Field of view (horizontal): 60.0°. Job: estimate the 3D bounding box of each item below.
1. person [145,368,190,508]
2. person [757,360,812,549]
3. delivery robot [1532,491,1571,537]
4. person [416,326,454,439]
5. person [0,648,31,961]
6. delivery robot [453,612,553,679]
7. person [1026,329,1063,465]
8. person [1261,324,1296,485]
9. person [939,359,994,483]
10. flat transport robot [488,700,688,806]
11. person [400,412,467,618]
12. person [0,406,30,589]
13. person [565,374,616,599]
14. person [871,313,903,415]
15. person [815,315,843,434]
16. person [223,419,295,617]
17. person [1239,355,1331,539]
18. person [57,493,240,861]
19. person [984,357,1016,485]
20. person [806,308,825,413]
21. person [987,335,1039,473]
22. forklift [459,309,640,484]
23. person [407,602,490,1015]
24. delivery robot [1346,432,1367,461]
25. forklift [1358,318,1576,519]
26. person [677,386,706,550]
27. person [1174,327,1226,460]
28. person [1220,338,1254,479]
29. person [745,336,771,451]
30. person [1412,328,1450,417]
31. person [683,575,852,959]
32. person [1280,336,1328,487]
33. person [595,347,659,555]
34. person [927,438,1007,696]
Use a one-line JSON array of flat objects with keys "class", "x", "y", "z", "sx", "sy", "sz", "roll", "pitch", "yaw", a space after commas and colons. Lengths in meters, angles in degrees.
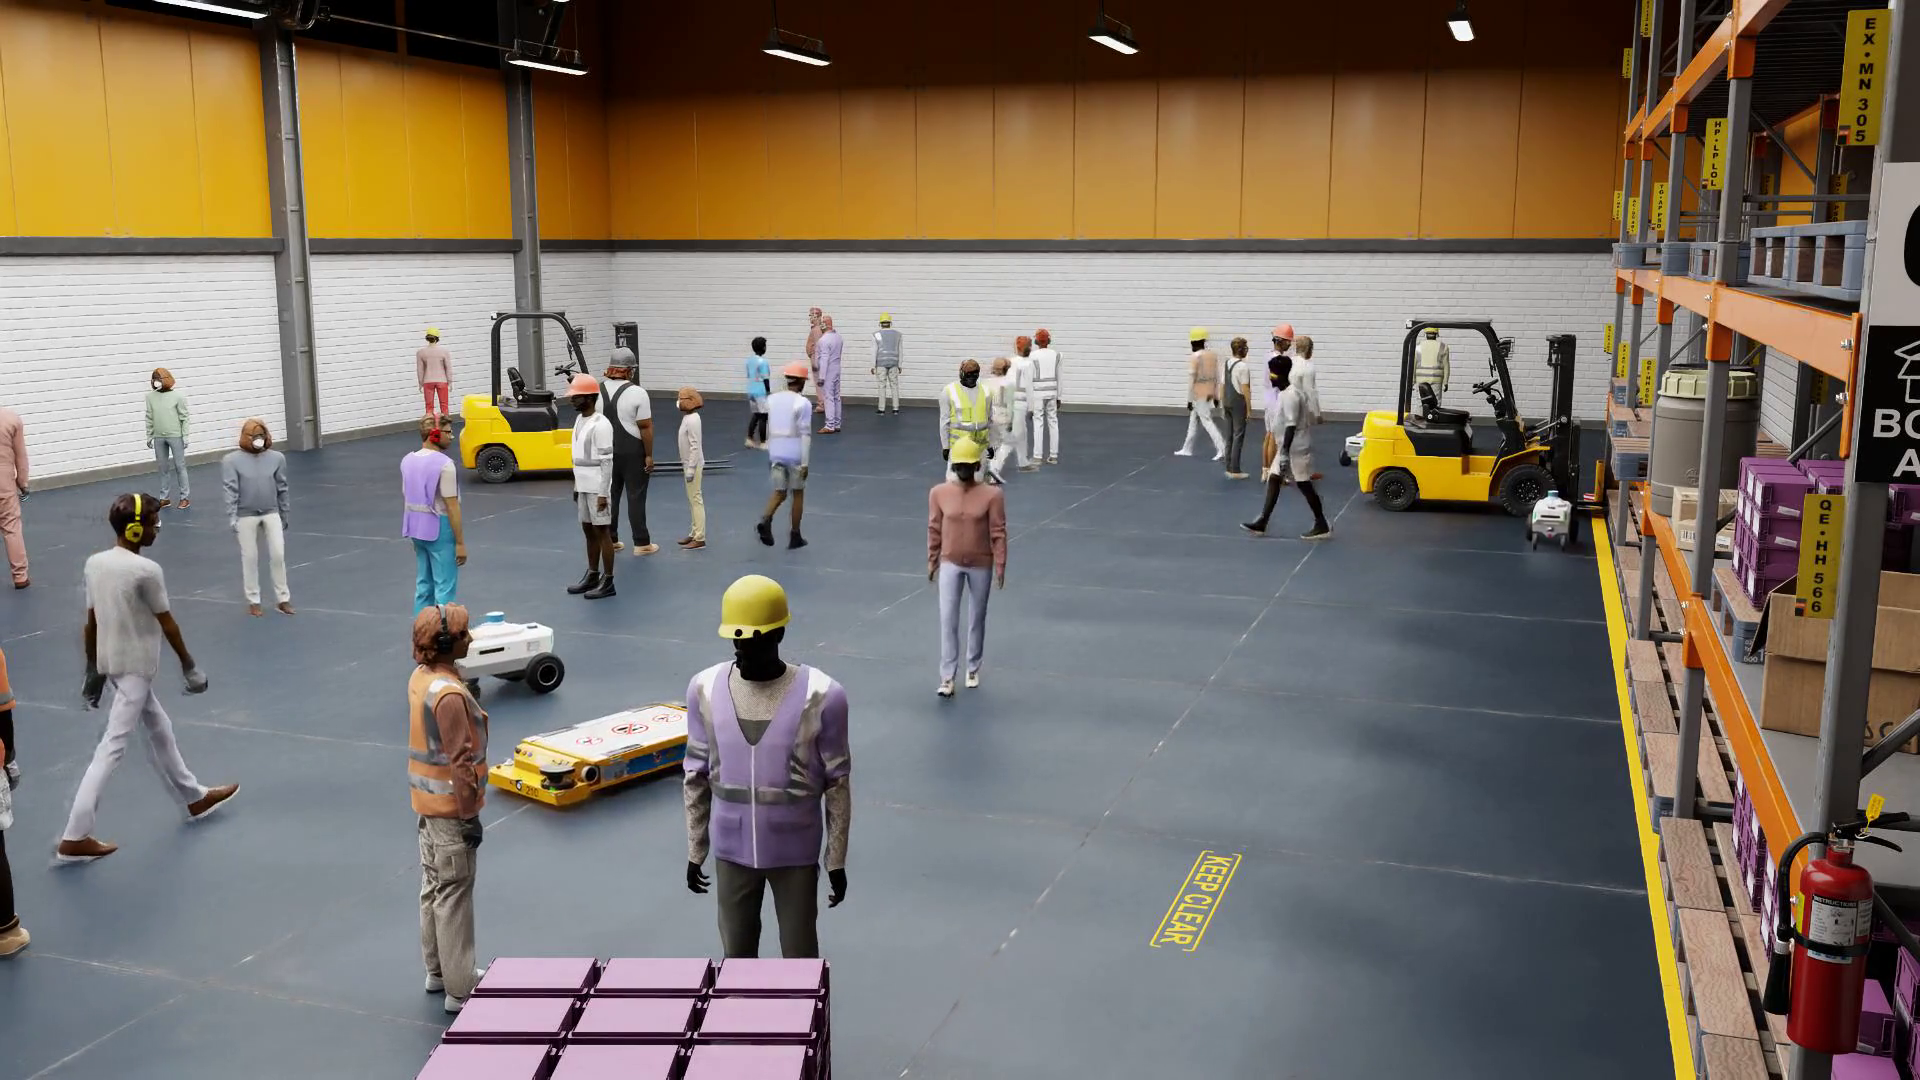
[{"class": "person", "x": -9.130, "y": -1.173, "z": 19.169, "sx": 0.507, "sy": 1.632, "sz": 0.267, "roll": 1, "pitch": 10, "yaw": 5}, {"class": "person", "x": -1.733, "y": -0.834, "z": 16.520, "sx": 0.544, "sy": 1.897, "sz": 0.696, "roll": 5, "pitch": 11, "yaw": 26}, {"class": "delivery robot", "x": 5.967, "y": -0.254, "z": 16.758, "sx": 0.477, "sy": 0.478, "sz": 0.707, "roll": 4, "pitch": 10, "yaw": 22}, {"class": "person", "x": -8.169, "y": -2.433, "z": 25.892, "sx": 0.524, "sy": 1.769, "sz": 0.314, "roll": -2, "pitch": 10, "yaw": -9}, {"class": "person", "x": -4.225, "y": 0.965, "z": 6.959, "sx": 0.533, "sy": 1.694, "sz": 0.319, "roll": -5, "pitch": 11, "yaw": -24}, {"class": "delivery robot", "x": -3.124, "y": 0.729, "z": 11.233, "sx": 0.707, "sy": 0.478, "sz": 0.477, "roll": -9, "pitch": 13, "yaw": -41}, {"class": "person", "x": 1.149, "y": -1.974, "z": 22.982, "sx": 0.575, "sy": 1.883, "sz": 0.362, "roll": -4, "pitch": 11, "yaw": -22}, {"class": "person", "x": 4.042, "y": -1.714, "z": 21.096, "sx": 0.392, "sy": 2.034, "sz": 0.605, "roll": 0, "pitch": 10, "yaw": -2}, {"class": "person", "x": 0.088, "y": -0.998, "z": 17.619, "sx": 0.622, "sy": 1.838, "sz": 0.429, "roll": -5, "pitch": 11, "yaw": -24}, {"class": "flat transport robot", "x": -1.963, "y": 1.203, "z": 9.626, "sx": 0.652, "sy": 0.197, "sz": 1.431, "roll": 8, "pitch": 13, "yaw": 38}, {"class": "person", "x": -3.778, "y": 0.006, "z": 11.955, "sx": 0.563, "sy": 1.838, "sz": 0.390, "roll": 7, "pitch": 12, "yaw": 36}, {"class": "person", "x": -8.517, "y": -0.492, "z": 14.568, "sx": 0.648, "sy": 1.907, "sz": 0.401, "roll": -7, "pitch": 12, "yaw": -36}, {"class": "person", "x": -3.184, "y": -0.461, "z": 14.304, "sx": 0.366, "sy": 1.939, "sz": 0.542, "roll": -8, "pitch": 13, "yaw": -37}, {"class": "person", "x": -1.315, "y": -3.135, "z": 29.671, "sx": 0.593, "sy": 1.828, "sz": 0.403, "roll": -4, "pitch": 11, "yaw": -19}, {"class": "person", "x": -2.132, "y": -2.662, "z": 26.813, "sx": 0.405, "sy": 1.902, "sz": 0.636, "roll": 4, "pitch": 11, "yaw": 20}, {"class": "person", "x": -5.726, "y": -0.179, "z": 13.589, "sx": 0.513, "sy": 1.630, "sz": 0.346, "roll": -7, "pitch": 12, "yaw": -35}, {"class": "person", "x": 3.374, "y": -0.949, "z": 17.110, "sx": 1.003, "sy": 1.903, "sz": 0.643, "roll": 0, "pitch": 10, "yaw": -1}, {"class": "person", "x": -4.172, "y": 0.659, "z": 8.405, "sx": 0.499, "sy": 1.802, "sz": 1.054, "roll": 6, "pitch": 12, "yaw": 31}, {"class": "person", "x": 0.501, "y": -1.497, "z": 21.007, "sx": 0.370, "sy": 1.623, "sz": 0.539, "roll": -10, "pitch": 14, "yaw": -44}, {"class": "person", "x": -2.581, "y": -3.239, "z": 30.044, "sx": 0.403, "sy": 1.904, "sz": 0.652, "roll": 1, "pitch": 10, "yaw": 5}, {"class": "person", "x": 0.706, "y": -1.773, "z": 21.942, "sx": 0.792, "sy": 1.860, "sz": 0.597, "roll": -5, "pitch": 11, "yaw": -28}, {"class": "forklift", "x": -5.354, "y": -1.902, "z": 21.697, "sx": 2.313, "sy": 2.155, "sz": 1.214, "roll": -2, "pitch": 10, "yaw": -13}, {"class": "person", "x": -2.021, "y": 1.057, "z": 6.597, "sx": 0.307, "sy": 1.641, "sz": 0.511, "roll": -6, "pitch": 12, "yaw": -32}, {"class": "delivery robot", "x": 5.603, "y": -1.324, "z": 22.796, "sx": 0.707, "sy": 0.478, "sz": 0.477, "roll": -10, "pitch": 14, "yaw": -44}, {"class": "forklift", "x": 5.787, "y": -1.437, "z": 19.079, "sx": 2.313, "sy": 2.155, "sz": 1.214, "roll": 3, "pitch": 11, "yaw": 19}, {"class": "person", "x": -2.698, "y": -0.726, "z": 16.647, "sx": 0.286, "sy": 1.636, "sz": 0.497, "roll": -3, "pitch": 10, "yaw": -14}, {"class": "person", "x": 3.466, "y": -2.073, "z": 23.576, "sx": 0.998, "sy": 1.880, "sz": 0.585, "roll": 9, "pitch": 13, "yaw": 41}, {"class": "person", "x": 3.625, "y": -1.704, "z": 21.644, "sx": 0.436, "sy": 1.841, "sz": 0.527, "roll": -6, "pitch": 12, "yaw": -29}, {"class": "person", "x": -2.954, "y": -2.158, "z": 24.547, "sx": 0.336, "sy": 1.696, "sz": 0.550, "roll": -7, "pitch": 12, "yaw": -33}, {"class": "person", "x": 7.393, "y": -2.515, "z": 26.179, "sx": 0.602, "sy": 1.827, "sz": 0.404, "roll": 4, "pitch": 11, "yaw": 20}, {"class": "person", "x": -0.676, "y": 1.061, "z": 5.766, "sx": 0.594, "sy": 1.924, "sz": 0.382, "roll": 2, "pitch": 10, "yaw": 10}, {"class": "person", "x": 4.293, "y": -1.595, "z": 20.833, "sx": 0.896, "sy": 1.891, "sz": 0.637, "roll": -3, "pitch": 10, "yaw": -15}, {"class": "person", "x": -3.282, "y": -0.877, "z": 16.361, "sx": 0.688, "sy": 2.000, "sz": 0.536, "roll": 4, "pitch": 11, "yaw": 20}, {"class": "person", "x": 0.036, "y": 0.195, "z": 11.152, "sx": 0.547, "sy": 1.733, "sz": 0.800, "roll": 1, "pitch": 10, "yaw": 4}]
